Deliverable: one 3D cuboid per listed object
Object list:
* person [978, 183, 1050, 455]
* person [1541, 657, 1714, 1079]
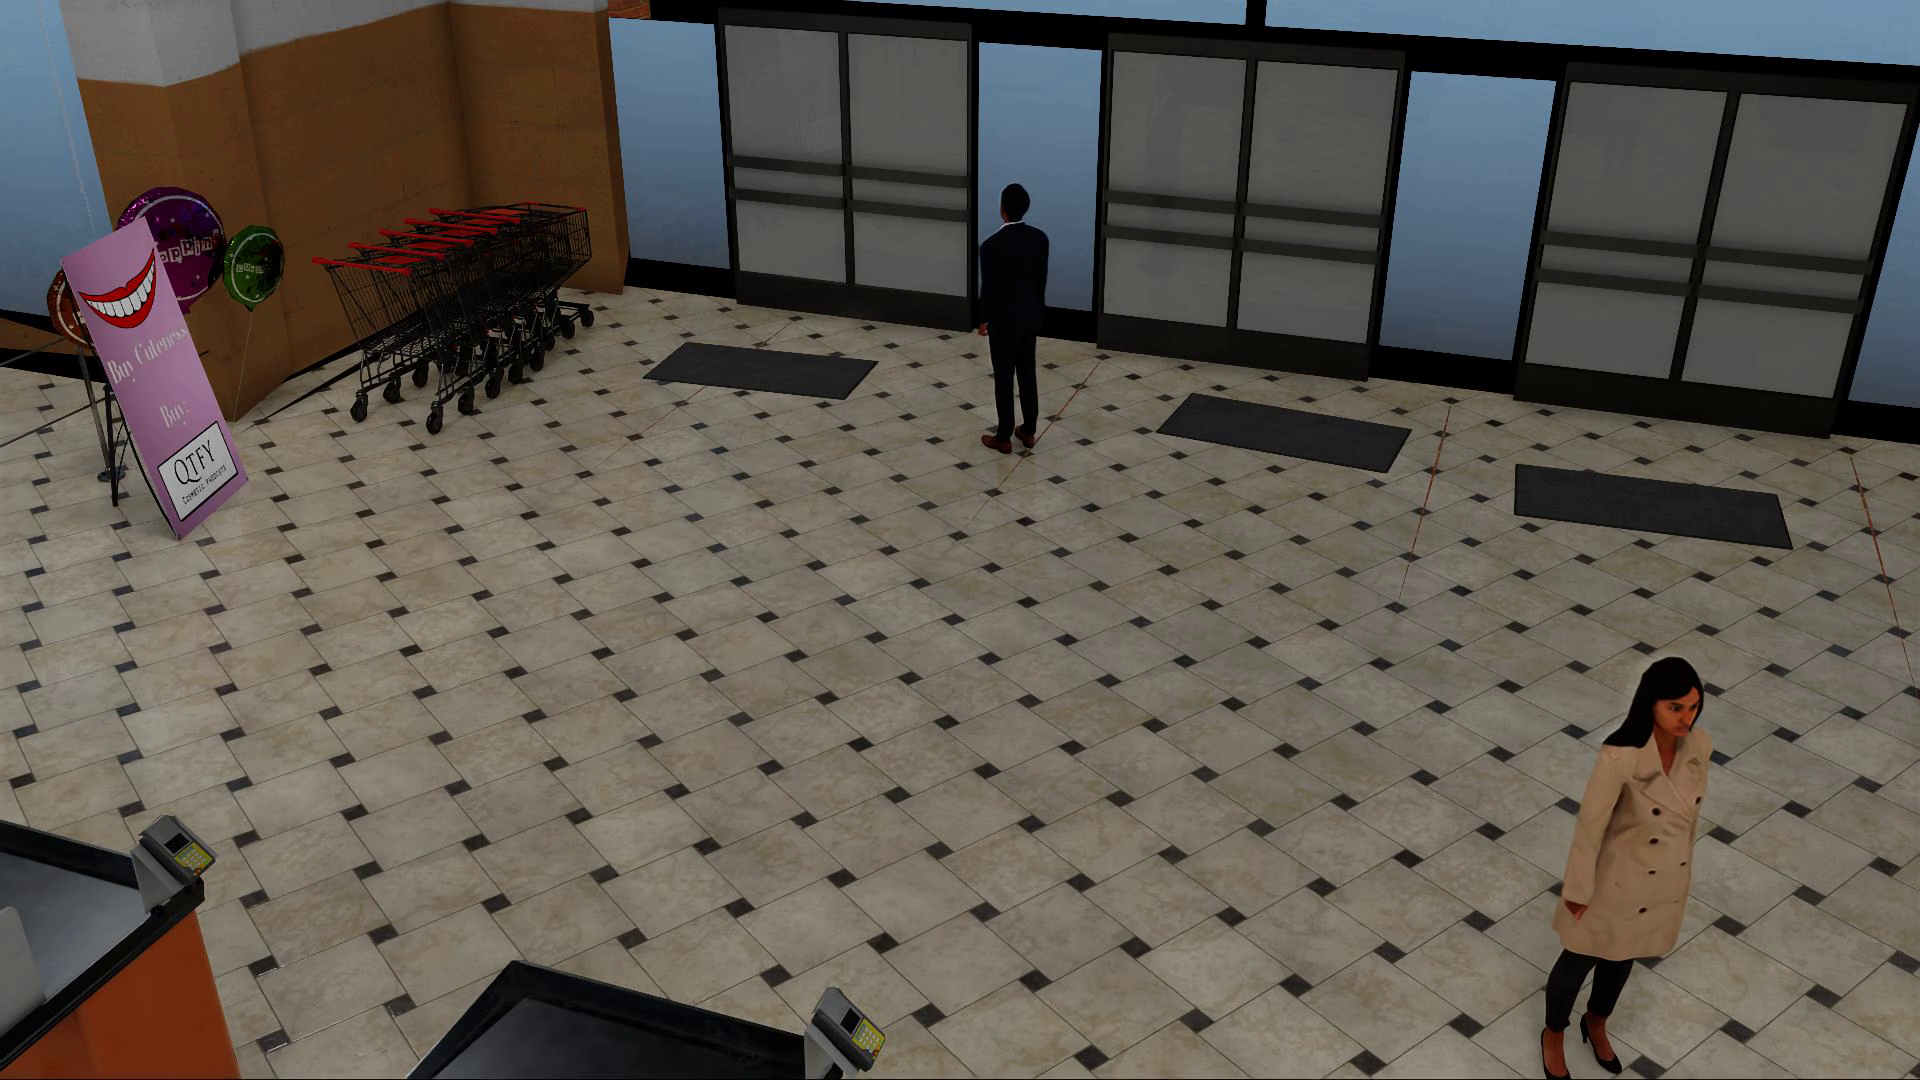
[{"bbox_3d":[0.338,-1.381,10.449,0.684,1.727,0.765,-15,30,-27],"label":"person"},{"bbox_3d":[2.227,1.124,5.562,0.725,1.680,0.748,-8,28,-15],"label":"person"}]
